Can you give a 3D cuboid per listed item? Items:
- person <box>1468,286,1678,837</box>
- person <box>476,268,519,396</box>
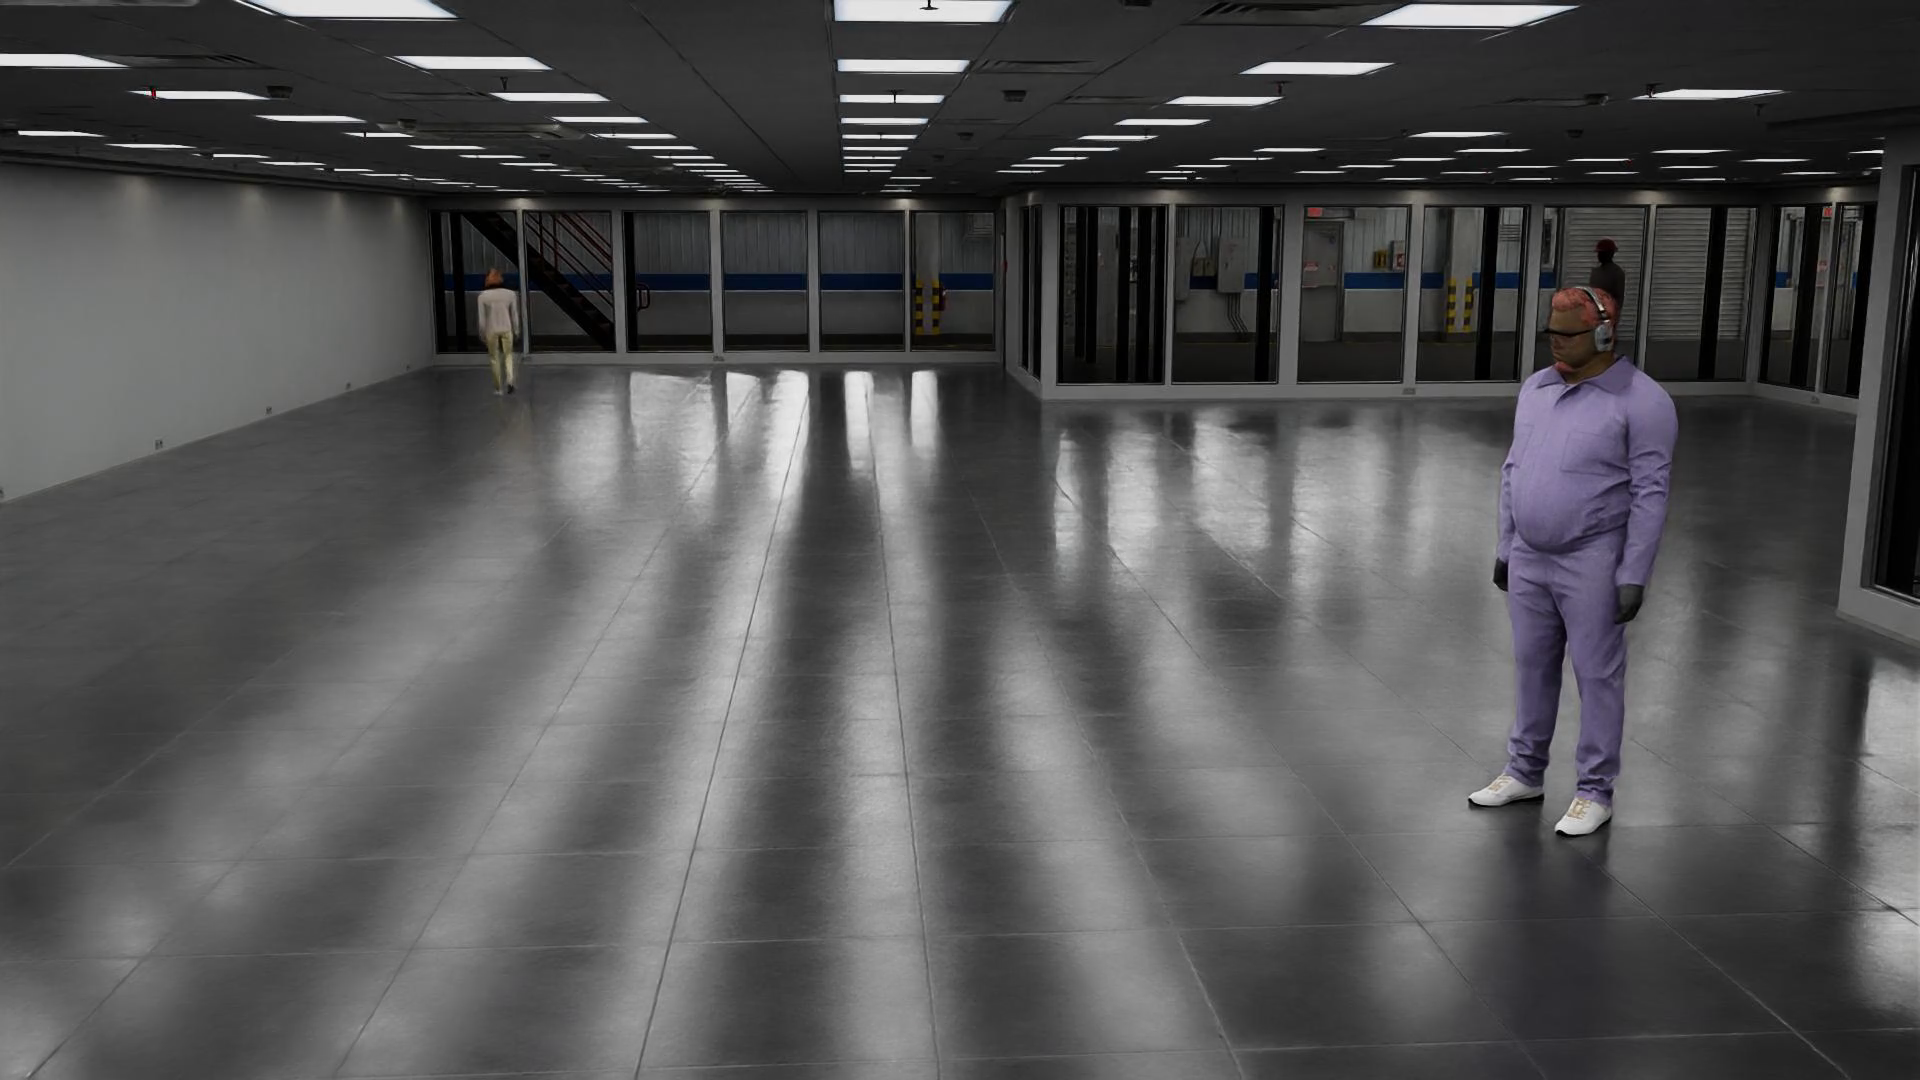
[{"bbox_3d":[2.122,0.073,5.815,0.406,1.902,0.639,-6,12,-31],"label":"person"},{"bbox_3d":[-5.893,-2.644,21.189,0.528,1.619,0.339,-6,12,-28],"label":"person"}]
